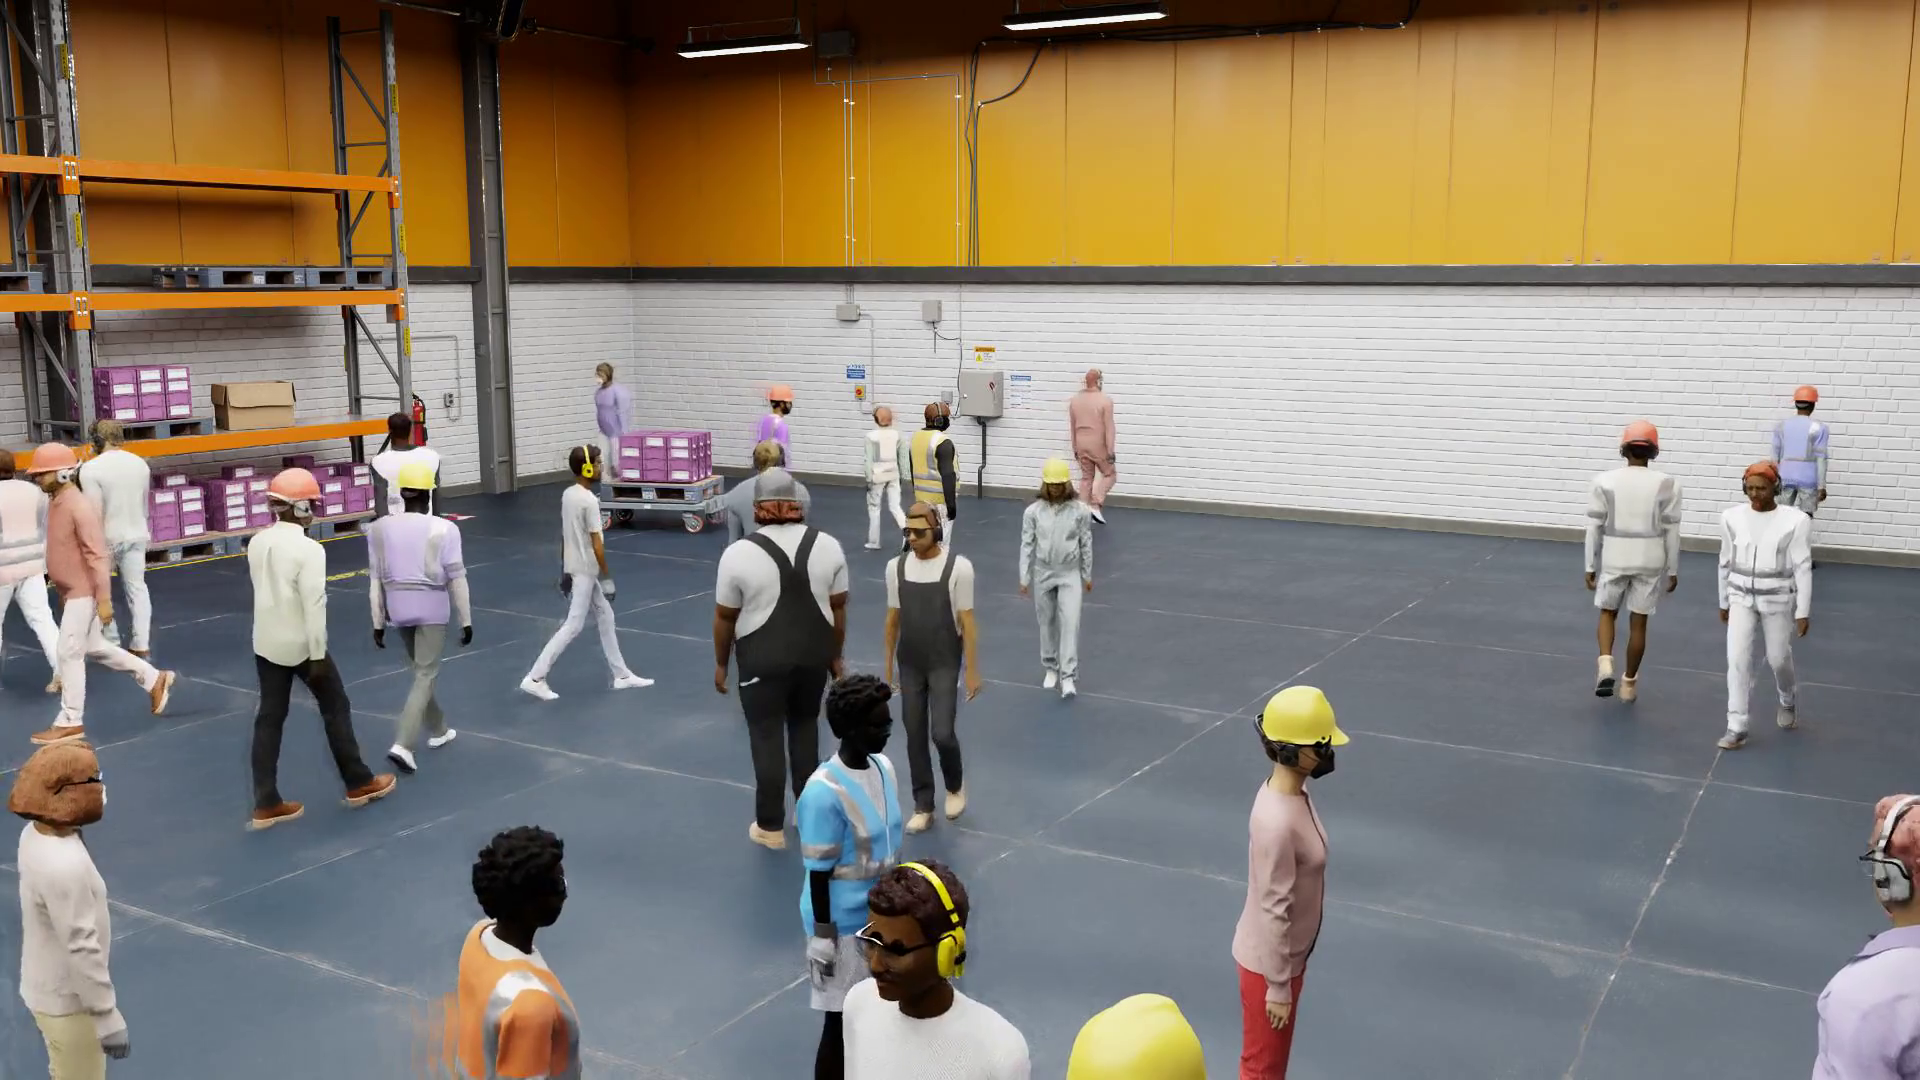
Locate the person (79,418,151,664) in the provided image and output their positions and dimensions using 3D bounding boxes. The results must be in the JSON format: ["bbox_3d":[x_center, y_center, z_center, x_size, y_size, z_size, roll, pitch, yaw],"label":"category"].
[{"bbox_3d":[-6.597,0.008,12.943,0.618,1.915,0.647,3,10,21],"label":"person"}]

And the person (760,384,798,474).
[{"bbox_3d":[-1.834,-0.688,17.395,0.985,1.883,0.549,-6,11,-32],"label":"person"}]

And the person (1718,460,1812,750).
[{"bbox_3d":[5.217,0.393,10.759,0.601,1.857,0.881,9,13,44],"label":"person"}]

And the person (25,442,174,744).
[{"bbox_3d":[-5.690,0.315,10.939,0.869,1.963,0.630,-8,12,-42],"label":"person"}]

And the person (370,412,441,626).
[{"bbox_3d":[-4.664,-0.136,14.013,0.597,1.869,1.001,-6,11,-33],"label":"person"}]

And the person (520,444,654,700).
[{"bbox_3d":[-2.709,0.227,11.892,0.972,1.833,0.529,-5,10,-28],"label":"person"}]

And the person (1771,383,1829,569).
[{"bbox_3d":[8.523,-0.629,16.910,0.619,1.930,0.554,-7,12,-38],"label":"person"}]

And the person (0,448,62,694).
[{"bbox_3d":[-6.812,0.227,11.986,0.962,1.795,0.625,5,10,28],"label":"person"}]

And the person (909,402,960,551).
[{"bbox_3d":[-0.212,-0.369,15.544,0.429,1.843,0.633,-6,11,-33],"label":"person"}]

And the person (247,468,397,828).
[{"bbox_3d":[-3.629,0.569,9.298,0.635,1.952,0.923,5,10,29],"label":"person"}]

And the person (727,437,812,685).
[{"bbox_3d":[-1.340,0.249,11.469,0.638,1.914,0.768,5,10,26],"label":"person"}]

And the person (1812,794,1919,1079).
[{"bbox_3d":[2.101,1.498,3.719,0.639,1.901,0.402,-4,10,-23],"label":"person"}]

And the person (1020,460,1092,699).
[{"bbox_3d":[0.683,0.284,11.898,0.516,1.699,0.868,1,9,5],"label":"person"}]

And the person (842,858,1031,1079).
[{"bbox_3d":[-0.045,1.549,3.609,0.527,1.839,0.885,8,12,43],"label":"person"}]

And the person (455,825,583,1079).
[{"bbox_3d":[-1.174,1.533,4.226,0.805,1.667,0.532,-6,11,-32],"label":"person"}]

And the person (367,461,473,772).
[{"bbox_3d":[-3.358,0.452,10.289,0.601,1.890,0.954,1,9,8],"label":"person"}]

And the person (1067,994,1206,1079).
[{"bbox_3d":[0.290,1.671,2.863,0.587,1.825,0.404,5,10,29],"label":"person"}]

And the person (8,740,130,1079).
[{"bbox_3d":[-2.711,1.411,5.107,0.294,1.626,0.507,-7,11,-37],"label":"person"}]

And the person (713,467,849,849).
[{"bbox_3d":[-0.966,0.605,8.843,0.704,2.000,0.536,-4,10,-25],"label":"person"}]

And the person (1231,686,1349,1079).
[{"bbox_3d":[1.028,1.319,5.240,0.331,1.768,0.526,2,9,15],"label":"person"}]

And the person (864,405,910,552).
[{"bbox_3d":[-0.788,-0.660,18.079,0.523,1.612,0.717,-6,11,-32],"label":"person"}]

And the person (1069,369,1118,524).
[{"bbox_3d":[1.629,-1.113,20.030,0.675,1.891,0.427,8,12,42],"label":"person"}]

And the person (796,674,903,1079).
[{"bbox_3d":[-0.352,1.286,5.681,0.339,1.692,0.543,4,10,26],"label":"person"}]

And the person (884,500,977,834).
[{"bbox_3d":[-0.170,0.688,8.994,0.535,1.823,0.421,4,10,21],"label":"person"}]

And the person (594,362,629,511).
[{"bbox_3d":[-4.374,-1.336,21.335,0.646,1.922,0.716,7,12,39],"label":"person"}]

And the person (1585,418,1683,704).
[{"bbox_3d":[4.700,0.163,11.637,0.615,2.027,0.476,4,10,24],"label":"person"}]
